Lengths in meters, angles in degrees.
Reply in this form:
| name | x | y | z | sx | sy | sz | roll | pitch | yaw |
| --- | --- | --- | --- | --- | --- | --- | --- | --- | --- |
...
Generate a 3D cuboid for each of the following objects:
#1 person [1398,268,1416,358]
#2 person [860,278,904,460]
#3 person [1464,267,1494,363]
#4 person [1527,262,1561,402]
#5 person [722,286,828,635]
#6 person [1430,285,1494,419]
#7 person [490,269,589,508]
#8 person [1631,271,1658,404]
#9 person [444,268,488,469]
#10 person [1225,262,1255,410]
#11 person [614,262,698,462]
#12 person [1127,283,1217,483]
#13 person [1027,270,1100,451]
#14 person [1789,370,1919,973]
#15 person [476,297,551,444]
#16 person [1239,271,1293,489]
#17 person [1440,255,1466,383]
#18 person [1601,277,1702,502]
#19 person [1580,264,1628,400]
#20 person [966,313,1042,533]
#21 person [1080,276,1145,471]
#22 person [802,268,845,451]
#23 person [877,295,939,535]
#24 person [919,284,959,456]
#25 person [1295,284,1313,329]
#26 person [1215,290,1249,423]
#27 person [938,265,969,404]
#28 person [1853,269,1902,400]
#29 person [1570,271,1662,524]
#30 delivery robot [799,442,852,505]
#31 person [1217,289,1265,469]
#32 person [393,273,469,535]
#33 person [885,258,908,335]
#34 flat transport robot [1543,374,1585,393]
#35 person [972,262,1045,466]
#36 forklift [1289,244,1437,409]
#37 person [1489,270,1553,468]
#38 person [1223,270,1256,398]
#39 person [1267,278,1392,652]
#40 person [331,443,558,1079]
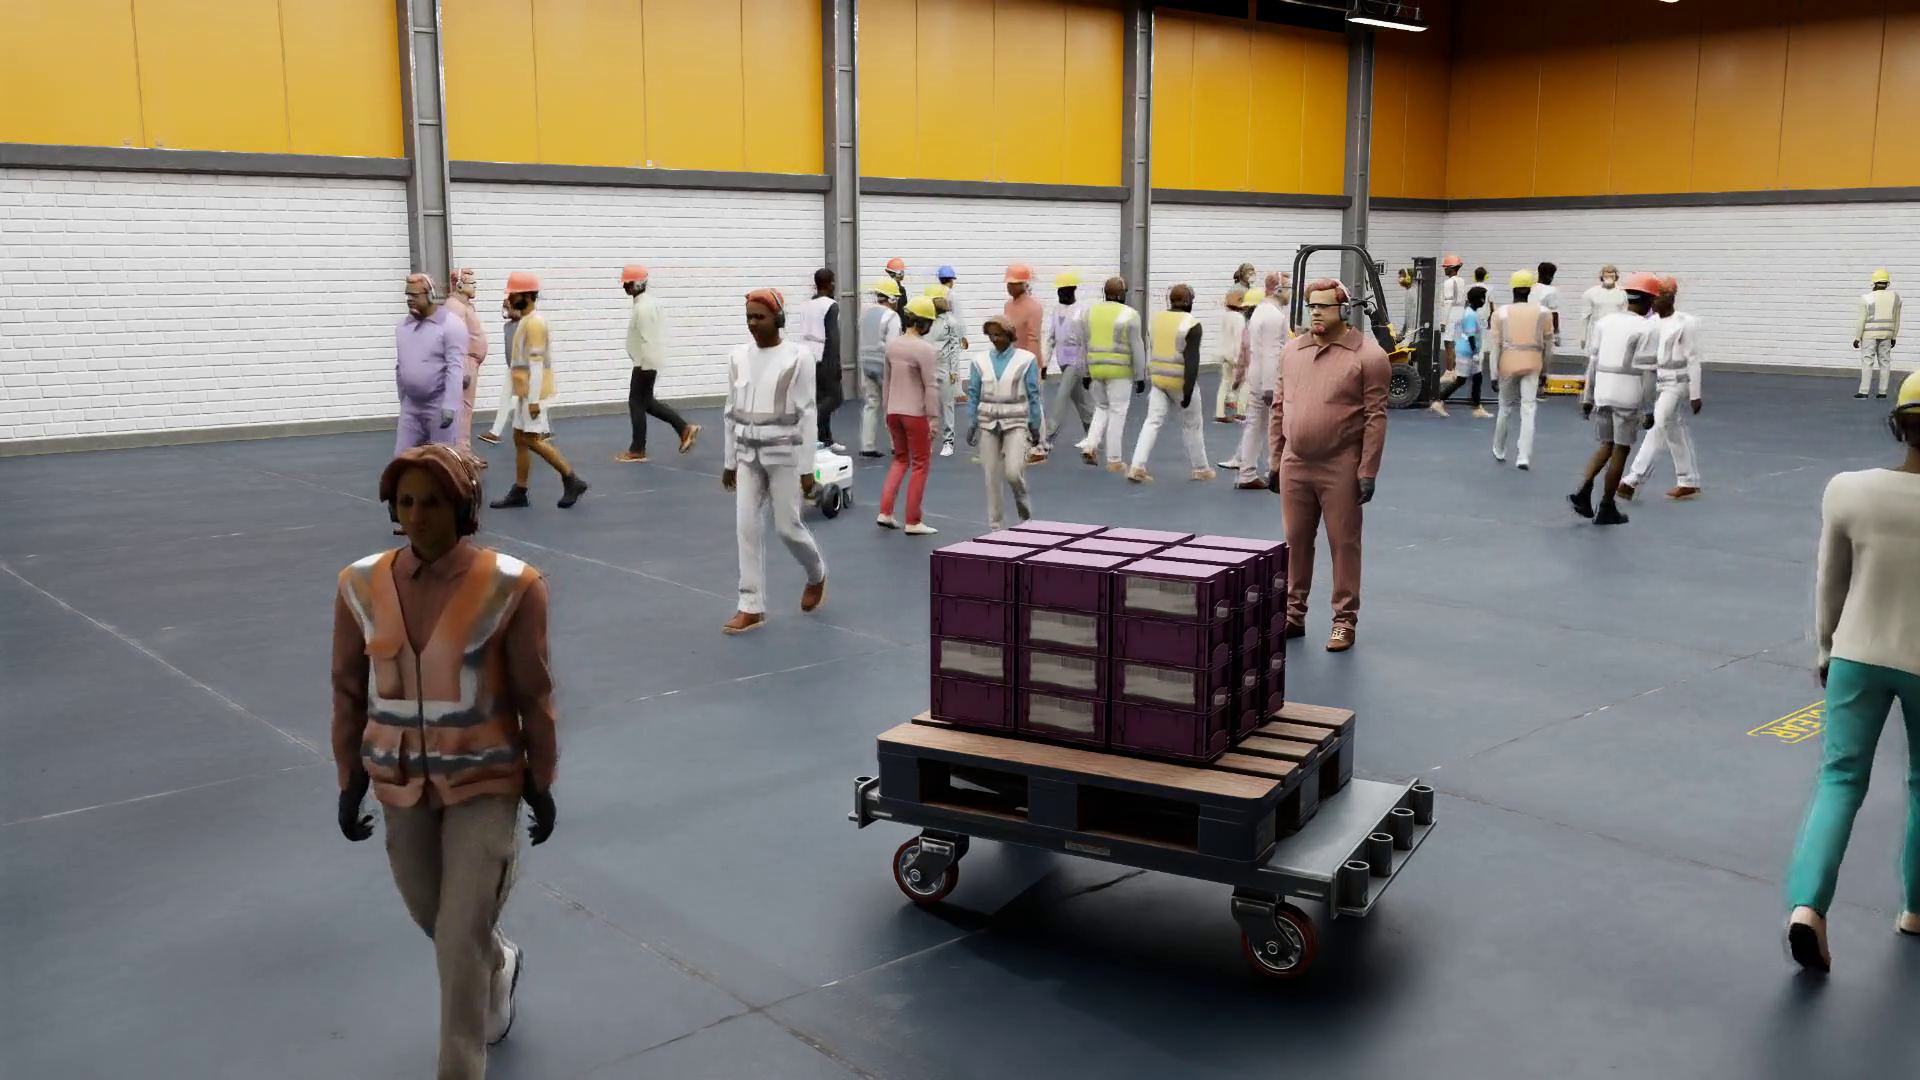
| name | x | y | z | sx | sy | sz | roll | pitch | yaw |
| --- | --- | --- | --- | --- | --- | --- | --- | --- | --- |
| person | 6.773 | -3.157 | 25.020 | 0.573 | 1.833 | 0.574 | 2 | 10 | 11 |
| person | -0.750 | -1.688 | 16.503 | 0.563 | 1.804 | 0.623 | -9 | 13 | -41 |
| person | 9.003 | -3.821 | 28.946 | 0.512 | 1.823 | 0.957 | 2 | 10 | 11 |
| person | 8.052 | -2.899 | 23.204 | 0.459 | 1.945 | 0.704 | -5 | 11 | -29 |
| person | -1.012 | -0.445 | 9.075 | 0.591 | 1.864 | 0.771 | 5 | 11 | 29 |
| person | 6.240 | -2.323 | 20.626 | 0.717 | 1.662 | 0.532 | 5 | 11 | 28 |
| person | -3.402 | -1.196 | 13.305 | 0.659 | 1.928 | 0.557 | -4 | 10 | -21 |
| person | 9.317 | -2.756 | 22.700 | 0.562 | 1.828 | 0.446 | -8 | 13 | -40 |
| person | -4.721 | -1.639 | 15.928 | 0.405 | 1.906 | 0.653 | -3 | 10 | -15 |
| person | 3.721 | -2.678 | 21.916 | 0.353 | 1.937 | 0.635 | 8 | 12 | 38 |
| person | -3.023 | -1.744 | 16.360 | 0.725 | 1.968 | 0.623 | -1 | 10 | -6 |
| person | 1.906 | -1.385 | 14.864 | 0.955 | 1.795 | 0.614 | -9 | 13 | -43 |
| person | 1.092 | -1.865 | 17.341 | 0.997 | 1.869 | 0.615 | -6 | 11 | -31 |
| person | 2.653 | 0.362 | 4.732 | 0.517 | 1.734 | 0.839 | 9 | 13 | 44 |
| person | -4.800 | -1.825 | 17.918 | 0.519 | 1.581 | 0.872 | 9 | 13 | 43 |
| person | 2.732 | -1.355 | 14.313 | 0.680 | 1.883 | 0.670 | 0 | 10 | 0 |
| person | 7.835 | -3.530 | 26.599 | 0.370 | 2.044 | 0.608 | 7 | 12 | 36 |
| person | 5.702 | -1.223 | 13.682 | 0.998 | 1.834 | 0.580 | -2 | 10 | -9 |
| person | 8.645 | -2.733 | 22.318 | 0.633 | 1.921 | 0.635 | 2 | 10 | 14 |
| person | 0.307 | -0.778 | 11.712 | 0.533 | 1.626 | 0.357 | 4 | 10 | 21 |
| person | 1.441 | -1.553 | 15.651 | 0.653 | 1.831 | 0.437 | 8 | 12 | 39 |
| person | -1.446 | -1.835 | 17.077 | 0.569 | 1.903 | 0.619 | -7 | 12 | -34 |
| person | -0.339 | -0.907 | 12.139 | 0.361 | 1.743 | 0.552 | -9 | 13 | -42 |
| person | -0.252 | -1.722 | 16.892 | 0.493 | 1.743 | 0.312 | 5 | 11 | 27 |
| person | 5.444 | -3.168 | 25.807 | 0.498 | 1.580 | 0.850 | -2 | 10 | -10 |
| person | 3.359 | -2.200 | 20.076 | 0.586 | 1.614 | 0.512 | -3 | 10 | -16 |
| person | -0.247 | -2.752 | 22.470 | 0.975 | 1.904 | 0.612 | -5 | 11 | -29 |
| person | 12.866 | -2.873 | 23.366 | 0.589 | 1.834 | 0.403 | 0 | 10 | 2 |
| person | 4.948 | -1.050 | 12.457 | 0.515 | 1.910 | 0.601 | -5 | 11 | -26 |
| delivery robot | -1.118 | -0.529 | 13.109 | 0.477 | 0.478 | 0.707 | 3 | 10 | 18 |
| person | 2.891 | -1.539 | 15.907 | 0.884 | 1.712 | 0.536 | -3 | 10 | -17 |
| person | -3.844 | -0.966 | 12.012 | 0.666 | 1.898 | 0.475 | 4 | 10 | 22 |
| person | -0.883 | -2.890 | 22.988 | 0.375 | 1.997 | 0.612 | -6 | 11 | -32 |
| flat transport robot | 9.008 | -2.322 | 24.705 | 0.652 | 0.197 | 1.431 | 3 | 10 | 19 |
| person | 0.493 | -1.662 | 15.887 | 0.877 | 1.958 | 0.642 | -6 | 11 | -31 |
| forklift | 5.256 | -2.933 | 22.661 | 2.313 | 2.155 | 1.214 | 3 | 10 | 16 |
| person | 5.398 | -1.648 | 16.066 | 0.587 | 1.878 | 1.006 | 2 | 10 | 13 |
| person | 4.016 | -2.937 | 23.761 | 0.619 | 1.836 | 0.431 | 8 | 13 | 40 |
| person | 1.867 | -0.386 | 8.592 | 0.641 | 1.909 | 0.409 | 8 | 12 | 38 |
| person | -1.189 | 0.559 | 3.929 | 0.523 | 1.612 | 0.770 | 1 | 10 | 7 |
